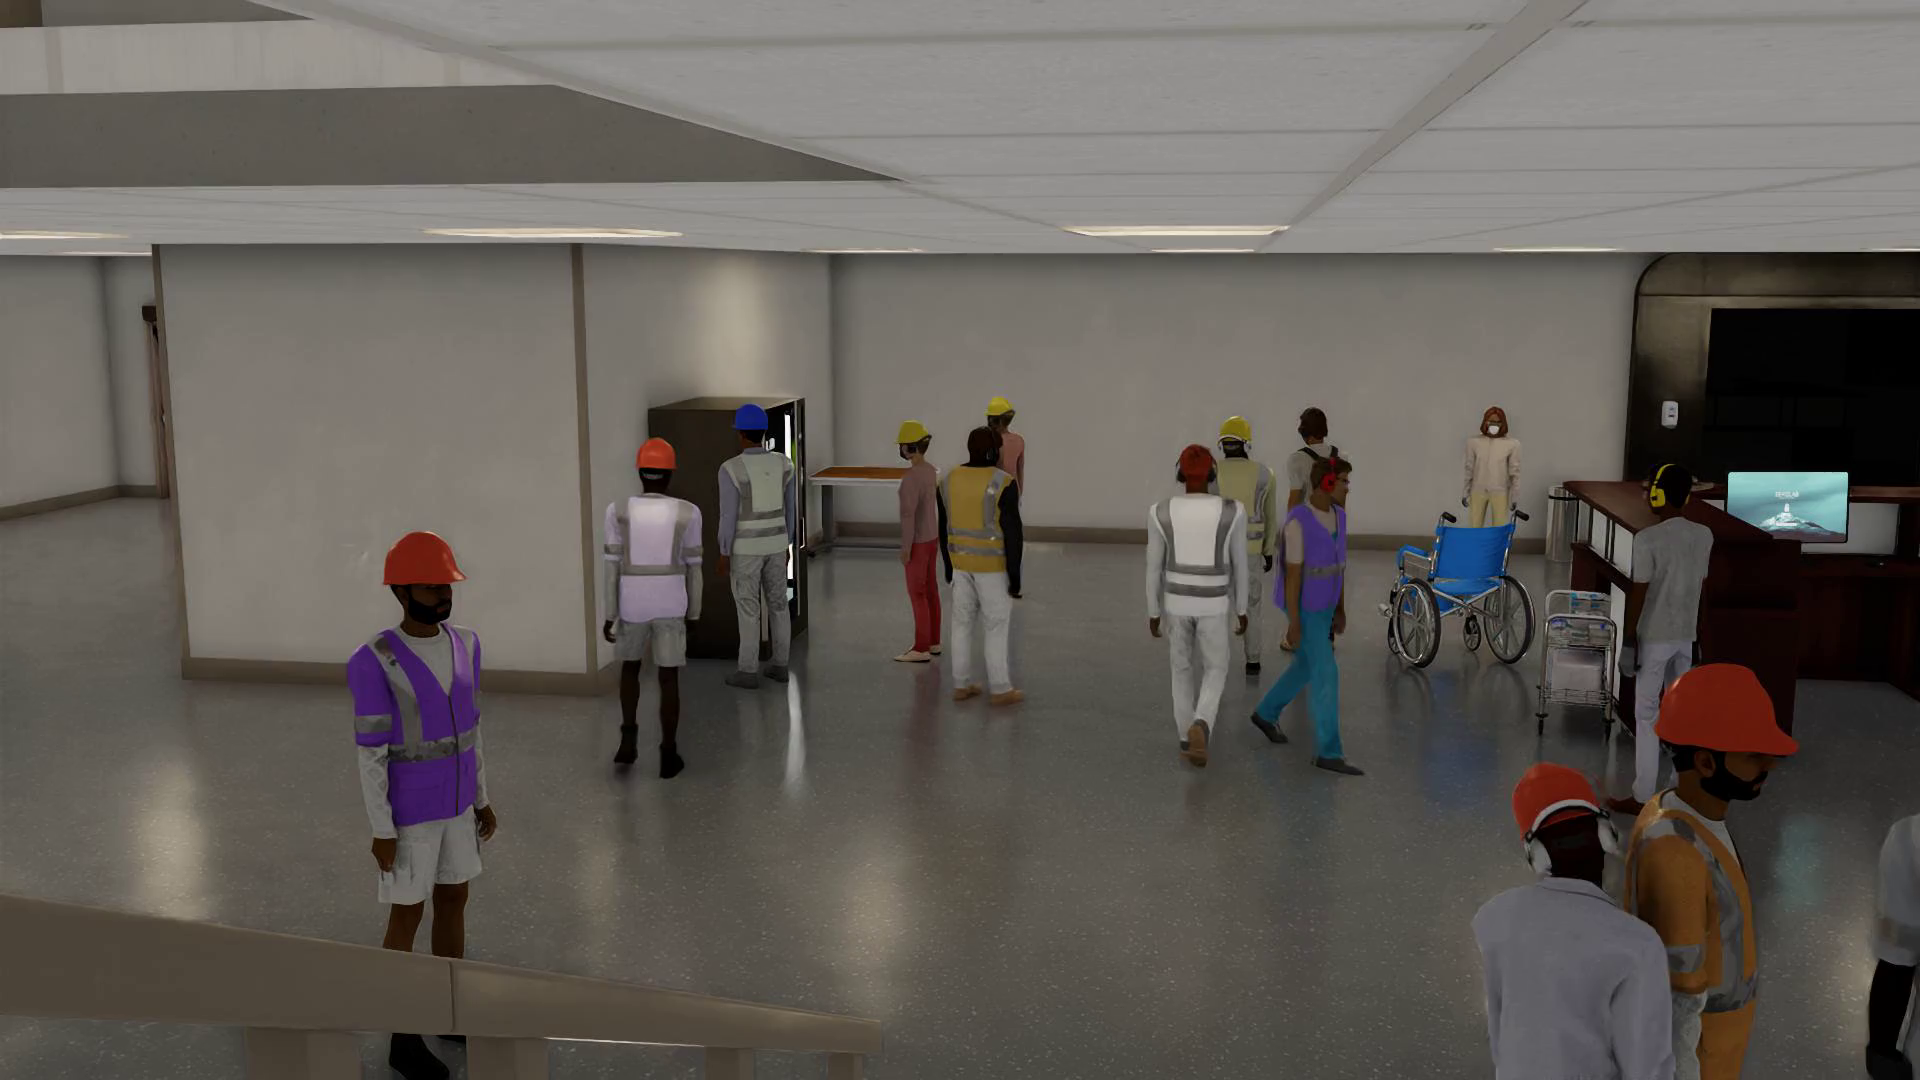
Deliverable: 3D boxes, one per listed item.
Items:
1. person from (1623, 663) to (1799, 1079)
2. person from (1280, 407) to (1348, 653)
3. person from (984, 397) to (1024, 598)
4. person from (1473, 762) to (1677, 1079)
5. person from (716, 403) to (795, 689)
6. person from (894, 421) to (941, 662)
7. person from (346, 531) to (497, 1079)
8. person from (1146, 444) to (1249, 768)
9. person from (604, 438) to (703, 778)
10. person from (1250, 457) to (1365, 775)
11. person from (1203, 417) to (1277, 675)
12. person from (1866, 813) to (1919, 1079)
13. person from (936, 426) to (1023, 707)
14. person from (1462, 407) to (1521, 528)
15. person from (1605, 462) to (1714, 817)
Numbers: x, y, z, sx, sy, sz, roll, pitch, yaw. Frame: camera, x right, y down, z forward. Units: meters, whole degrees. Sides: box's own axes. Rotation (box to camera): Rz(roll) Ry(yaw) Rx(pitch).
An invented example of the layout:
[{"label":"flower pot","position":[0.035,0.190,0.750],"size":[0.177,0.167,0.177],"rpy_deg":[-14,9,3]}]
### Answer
[{"label":"person","position":[1.747,1.243,3.990],"size":[0.362,1.939,0.543],"rpy_deg":[4,10,23]},{"label":"person","position":[2.620,-0.065,12.356],"size":[0.506,1.841,0.346],"rpy_deg":[-4,10,-22]},{"label":"person","position":[0.336,-0.344,14.349],"size":[0.334,1.765,0.538],"rpy_deg":[8,12,41]},{"label":"person","position":[1.407,1.388,3.849],"size":[0.334,1.700,0.635],"rpy_deg":[-3,10,-17]},{"label":"person","position":[-1.393,0.043,11.357],"size":[0.602,1.949,0.389],"rpy_deg":[-8,12,-41]},{"label":"person","position":[-0.322,0.009,12.161],"size":[0.334,1.763,0.522],"rpy_deg":[3,10,17]},{"label":"person","position":[-1.876,0.930,5.912],"size":[0.347,1.943,0.545],"rpy_deg":[5,10,28]},{"label":"person","position":[1.346,0.385,9.515],"size":[0.585,1.866,0.718],"rpy_deg":[2,10,15]},{"label":"person","position":[-1.730,0.382,9.443],"size":[0.563,1.901,0.567],"rpy_deg":[-1,9,-8]},{"label":"person","position":[2.021,0.402,9.671],"size":[0.889,1.801,0.582],"rpy_deg":[8,12,40]},{"label":"person","position":[1.921,0.048,11.704],"size":[0.595,1.826,0.403],"rpy_deg":[0,9,1]},{"label":"person","position":[2.411,1.263,3.825],"size":[0.609,1.955,0.385],"rpy_deg":[6,11,34]},{"label":"person","position":[0.154,0.170,10.917],"size":[0.631,1.841,0.429],"rpy_deg":[7,11,35]},{"label":"person","position":[4.821,-0.401,15.111],"size":[0.504,1.627,0.285],"rpy_deg":[5,10,27]},{"label":"person","position":[3.653,0.528,8.651],"size":[0.508,1.862,0.326],"rpy_deg":[-4,10,-22]}]
